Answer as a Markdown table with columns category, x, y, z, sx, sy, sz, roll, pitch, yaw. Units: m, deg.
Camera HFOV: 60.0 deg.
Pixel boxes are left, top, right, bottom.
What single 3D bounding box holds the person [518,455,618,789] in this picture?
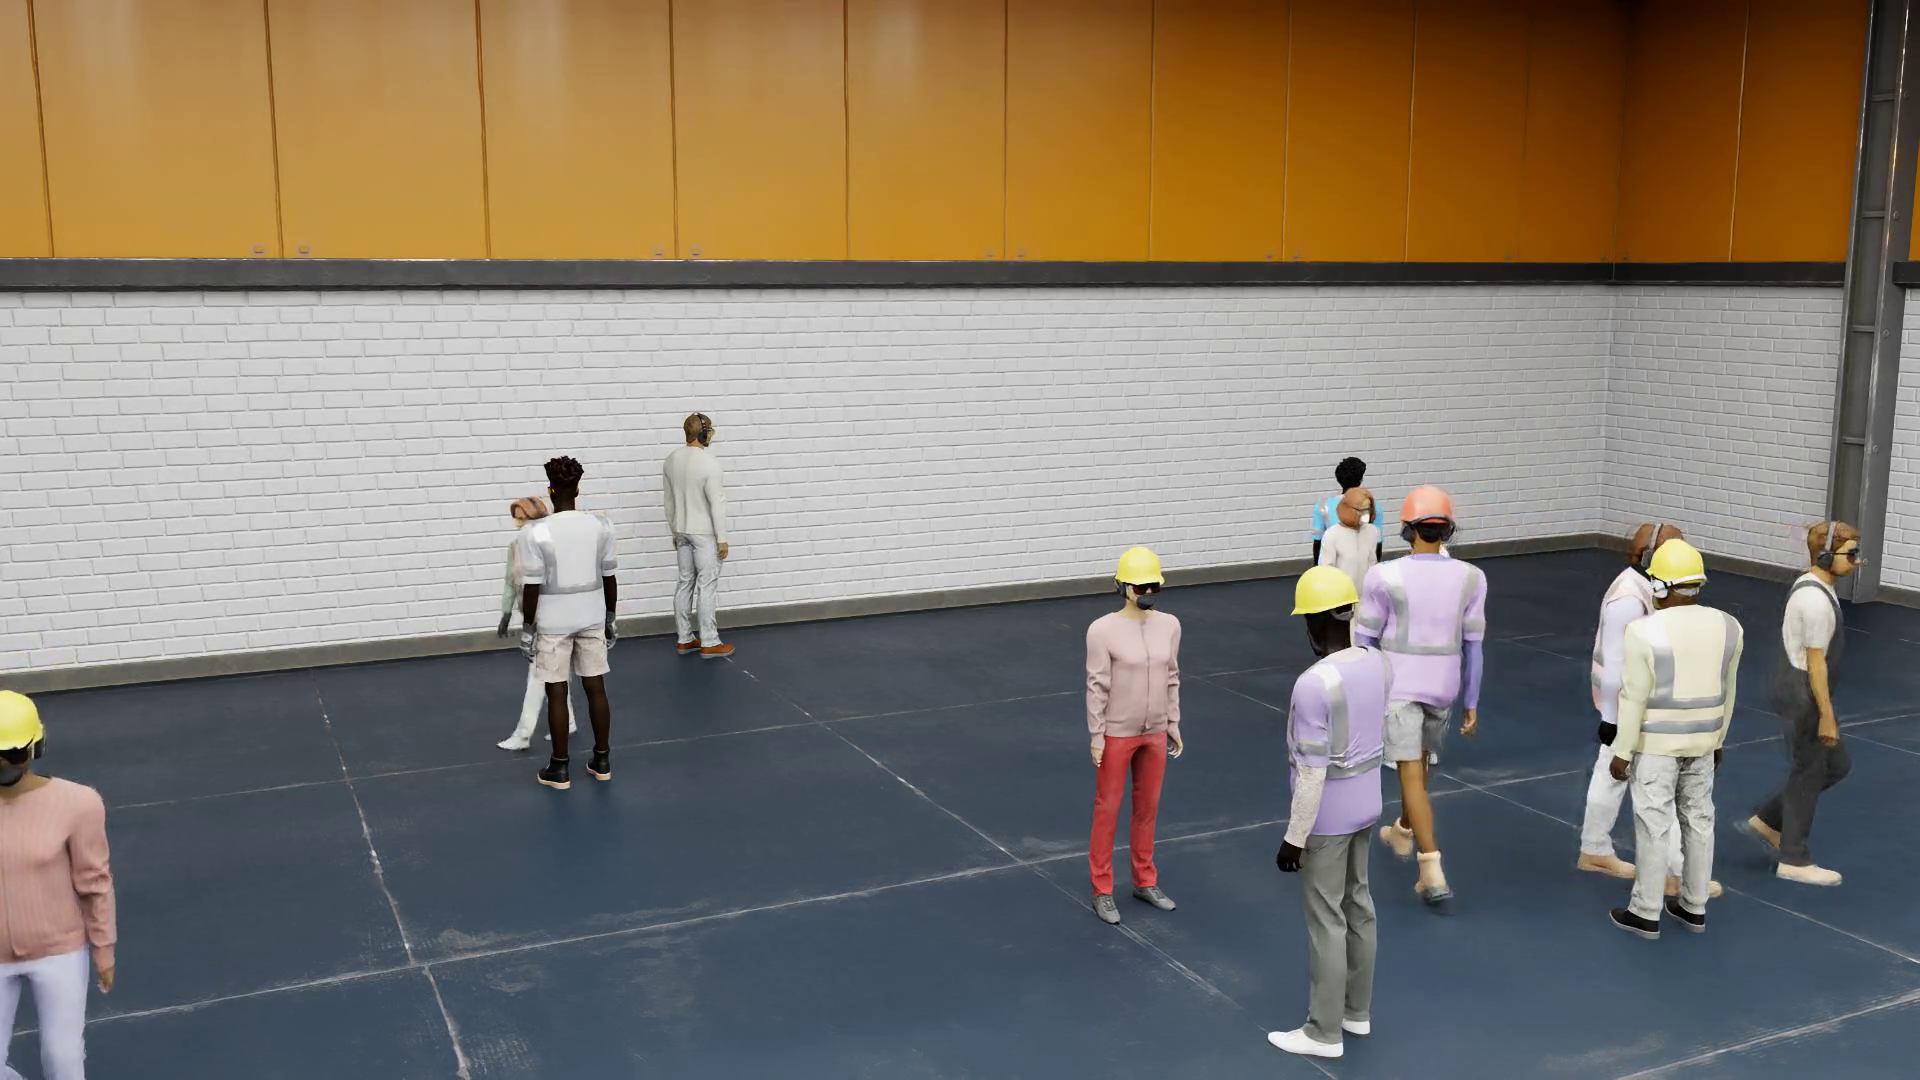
| category | x | y | z | sx | sy | sz | roll | pitch | yaw |
| --- | --- | --- | --- | --- | --- | --- | --- | --- | --- |
| person | -2.308 | 0.480 | 9.816 | 0.618 | 1.963 | 0.361 | -7 | 11 | -37 |

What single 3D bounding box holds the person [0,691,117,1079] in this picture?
| category | x | y | z | sx | sy | sz | roll | pitch | yaw |
| --- | --- | --- | --- | --- | --- | --- | --- | --- | --- |
| person | -2.967 | 1.316 | 5.288 | 0.536 | 1.750 | 0.427 | -3 | 10 | -21 |

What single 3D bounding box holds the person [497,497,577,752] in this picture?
| category | x | y | z | sx | sy | sz | roll | pitch | yaw |
| --- | --- | --- | --- | --- | --- | --- | --- | --- | --- |
| person | -2.741 | 0.540 | 10.549 | 0.527 | 1.599 | 0.809 | 7 | 11 | 36 |

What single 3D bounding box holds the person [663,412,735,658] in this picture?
| category | x | y | z | sx | sy | sz | roll | pitch | yaw |
| --- | --- | --- | --- | --- | --- | --- | --- | --- | --- |
| person | -2.060 | -0.038 | 13.119 | 0.635 | 1.938 | 0.360 | 7 | 12 | 38 |

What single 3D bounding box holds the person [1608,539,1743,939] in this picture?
| category | x | y | z | sx | sy | sz | roll | pitch | yaw |
| --- | --- | --- | --- | --- | --- | --- | --- | --- | --- |
| person | 3.235 | 0.905 | 7.589 | 0.589 | 1.836 | 0.404 | -2 | 9 | -13 |

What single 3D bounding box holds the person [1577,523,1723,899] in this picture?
| category | x | y | z | sx | sy | sz | roll | pitch | yaw |
| --- | --- | --- | --- | --- | --- | --- | --- | --- | --- |
| person | 3.456 | 0.823 | 8.148 | 0.818 | 1.810 | 0.635 | 5 | 11 | 30 |

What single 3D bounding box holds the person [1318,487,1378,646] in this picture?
| category | x | y | z | sx | sy | sz | roll | pitch | yaw |
| --- | --- | --- | --- | --- | --- | --- | --- | --- | --- |
| person | 2.637 | 0.435 | 11.183 | 0.574 | 1.614 | 0.499 | -7 | 12 | -37 |

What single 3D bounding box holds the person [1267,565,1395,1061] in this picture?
| category | x | y | z | sx | sy | sz | roll | pitch | yaw |
| --- | --- | --- | --- | --- | --- | --- | --- | --- | --- |
| person | 1.424 | 1.050 | 6.437 | 0.382 | 1.917 | 0.585 | 8 | 12 | 42 |

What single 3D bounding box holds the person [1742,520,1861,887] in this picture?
| category | x | y | z | sx | sy | sz | roll | pitch | yaw |
| --- | --- | --- | --- | --- | --- | --- | --- | --- | --- |
| person | 4.227 | 0.804 | 8.234 | 0.418 | 1.830 | 0.538 | 5 | 10 | 27 |

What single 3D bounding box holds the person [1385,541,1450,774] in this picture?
| category | x | y | z | sx | sy | sz | roll | pitch | yaw |
| --- | --- | --- | --- | --- | --- | --- | --- | --- | --- |
| person | 2.810 | 0.605 | 10.110 | 0.317 | 1.626 | 0.555 | 7 | 12 | 39 |

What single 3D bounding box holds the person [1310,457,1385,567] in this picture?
| category | x | y | z | sx | sy | sz | roll | pitch | yaw |
| --- | --- | --- | --- | --- | --- | --- | --- | --- | --- |
| person | 2.823 | 0.240 | 12.139 | 0.535 | 1.697 | 0.322 | 4 | 10 | 25 |

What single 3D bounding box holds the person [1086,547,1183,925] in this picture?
| category | x | y | z | sx | sy | sz | roll | pitch | yaw |
| --- | --- | --- | --- | --- | --- | --- | --- | --- | --- |
| person | 0.824 | 0.907 | 7.810 | 0.530 | 1.771 | 0.322 | -5 | 11 | -29 |

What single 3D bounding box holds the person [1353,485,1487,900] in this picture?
| category | x | y | z | sx | sy | sz | roll | pitch | yaw |
| --- | --- | --- | --- | --- | --- | --- | --- | --- | --- |
| person | 2.267 | 0.728 | 8.208 | 0.628 | 1.998 | 1.038 | -1 | 9 | -5 |
